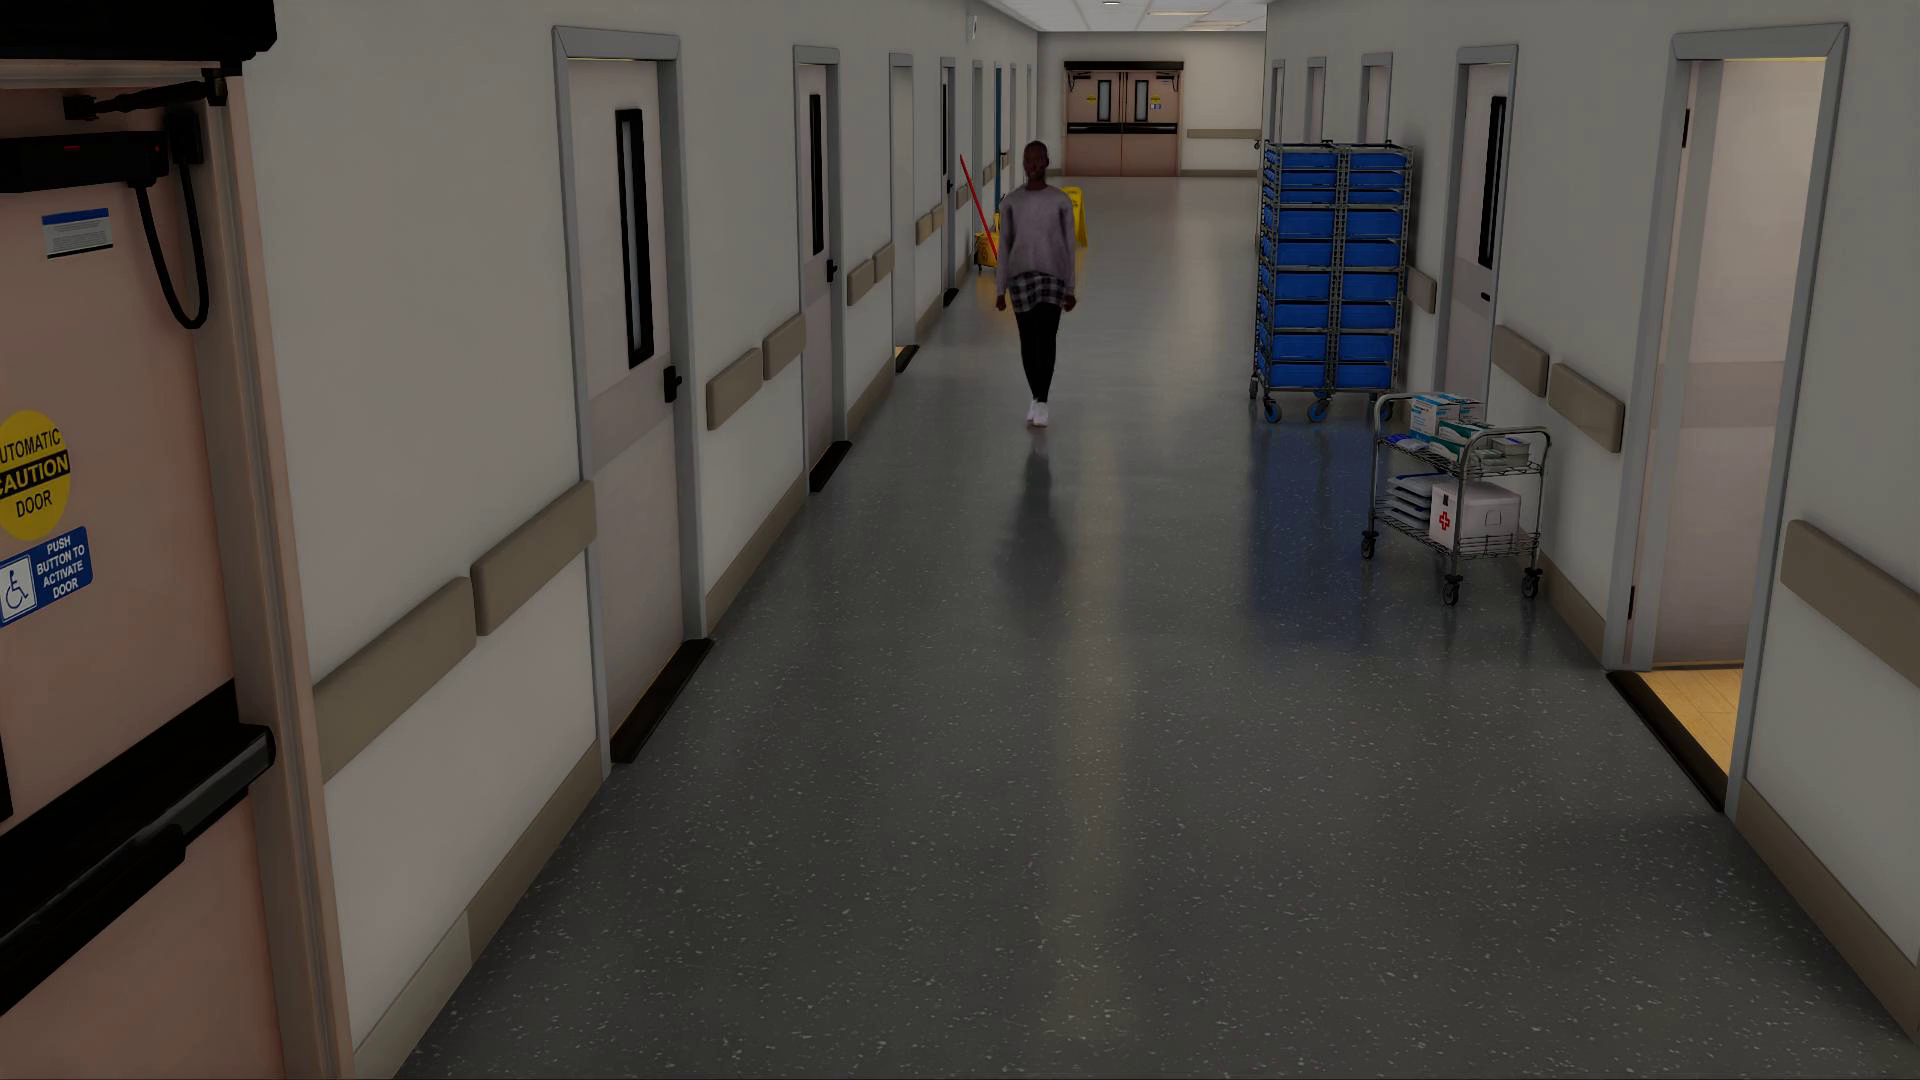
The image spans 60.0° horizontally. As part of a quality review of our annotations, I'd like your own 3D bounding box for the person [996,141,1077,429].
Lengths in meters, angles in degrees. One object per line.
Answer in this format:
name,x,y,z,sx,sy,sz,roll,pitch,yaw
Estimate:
person,0.507,-1.614,10.518,0.712,1.759,0.800,4,16,14
